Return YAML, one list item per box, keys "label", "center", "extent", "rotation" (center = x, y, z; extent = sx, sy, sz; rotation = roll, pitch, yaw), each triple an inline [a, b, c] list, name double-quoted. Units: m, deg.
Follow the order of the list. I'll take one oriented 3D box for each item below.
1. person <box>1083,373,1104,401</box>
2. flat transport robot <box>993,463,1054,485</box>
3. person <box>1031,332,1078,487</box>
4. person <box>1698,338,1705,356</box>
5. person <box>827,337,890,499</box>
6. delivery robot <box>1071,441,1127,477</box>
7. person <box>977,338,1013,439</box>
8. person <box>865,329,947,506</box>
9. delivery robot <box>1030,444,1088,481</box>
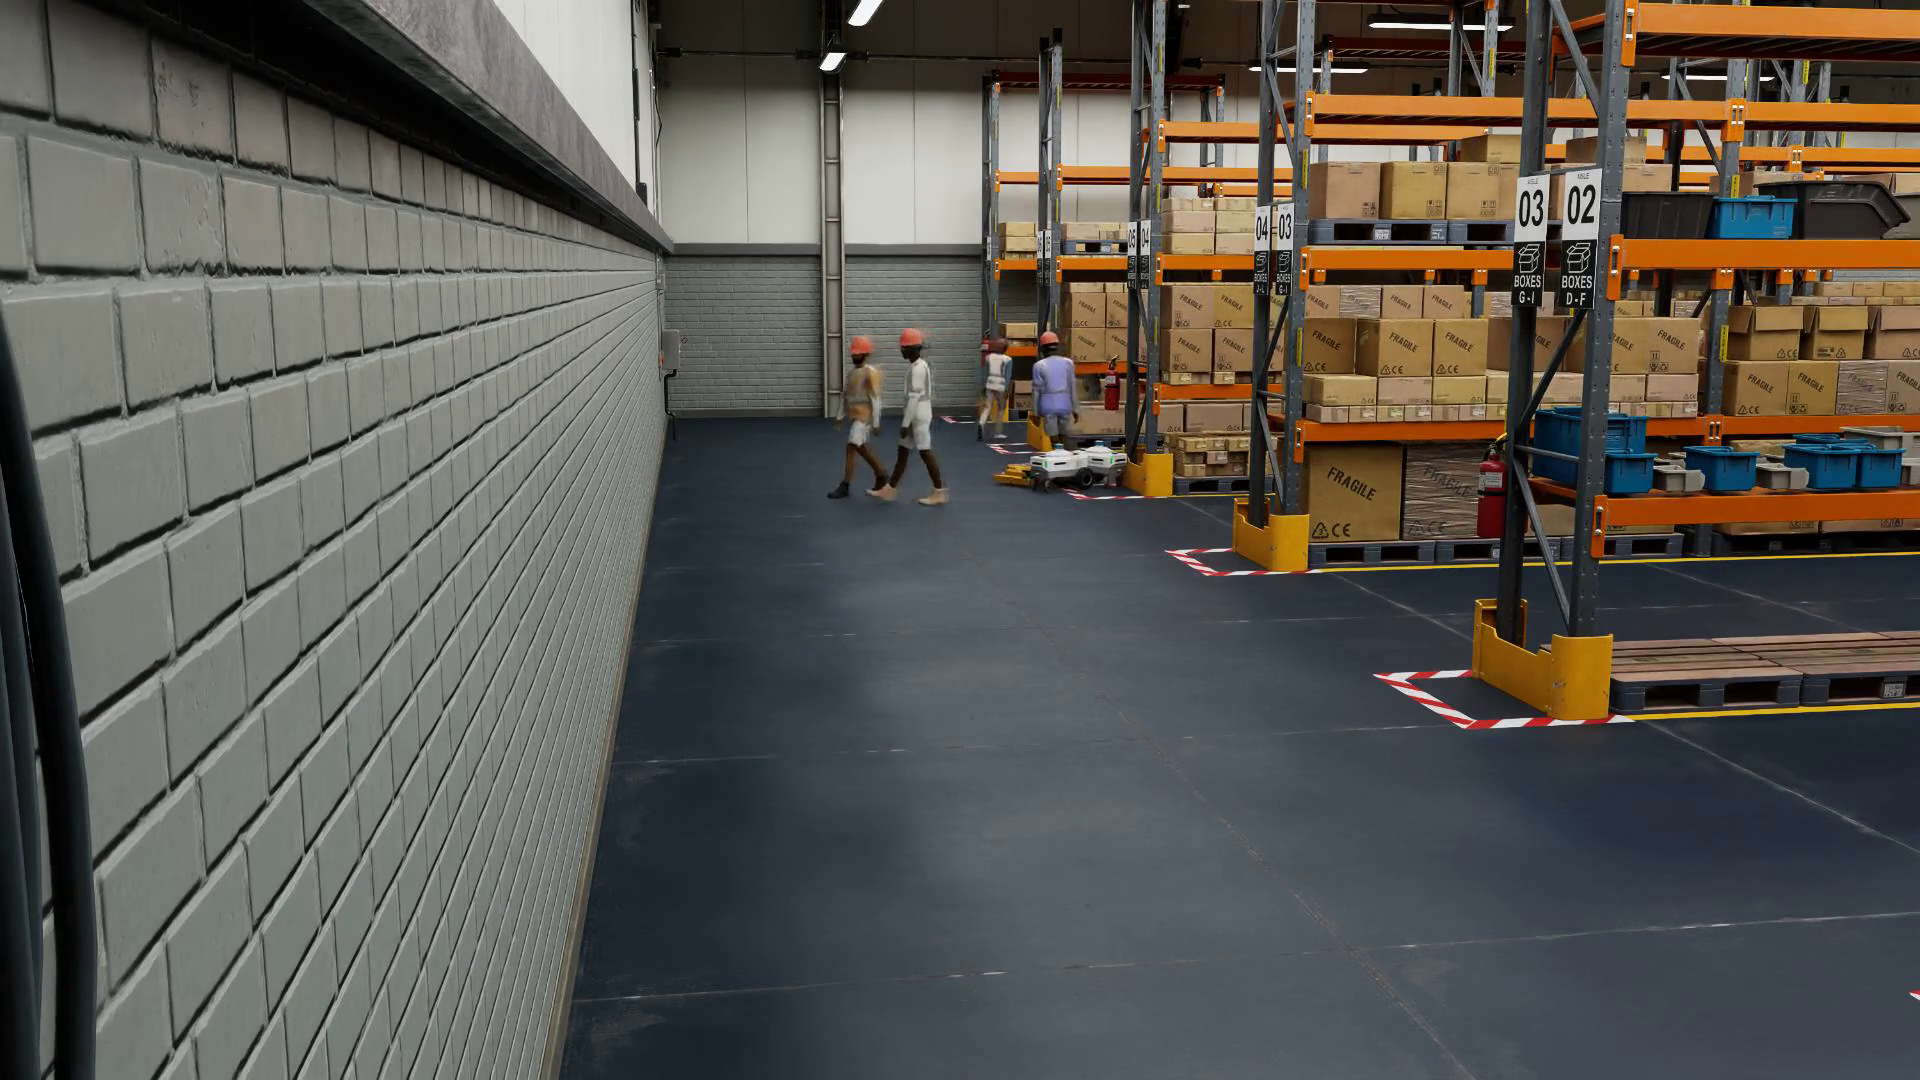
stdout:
- label: "person"
  center: [2.060, -2.485, 26.027]
  extent: [0.506, 1.859, 0.538]
  rotation: [-2, 9, -13]
- label: "flat transport robot"
  center: [1.141, -0.865, 20.929]
  extent: [1.431, 0.197, 0.652]
  rotation: [-9, 13, -43]
- label: "person"
  center: [1.131, -1.630, 20.654]
  extent: [0.571, 1.891, 0.896]
  rotation: [-3, 10, -19]
- label: "person"
  center: [8.741, -1.449, 19.619]
  extent: [0.656, 1.875, 0.650]
  rotation: [-5, 11, -29]
- label: "person"
  center: [-1.161, -1.441, 19.554]
  extent: [0.912, 1.894, 0.552]
  rotation: [-6, 11, -31]
- label: "delivery robot"
  center: [1.710, -0.981, 20.481]
  extent: [0.477, 0.478, 0.707]
  rotation: [-9, 13, -44]
- label: "person"
  center: [0.527, -2.355, 25.995]
  extent: [0.531, 1.612, 0.645]
  rotation: [7, 11, 36]
- label: "person"
  center: [-0.589, -1.365, 18.702]
  extent: [0.945, 1.989, 0.623]
  rotation: [-1, 9, -4]
- label: "delivery robot"
  center: [1.195, -0.917, 20.086]
  extent: [0.707, 0.478, 0.477]
  rotation: [-7, 11, -36]
